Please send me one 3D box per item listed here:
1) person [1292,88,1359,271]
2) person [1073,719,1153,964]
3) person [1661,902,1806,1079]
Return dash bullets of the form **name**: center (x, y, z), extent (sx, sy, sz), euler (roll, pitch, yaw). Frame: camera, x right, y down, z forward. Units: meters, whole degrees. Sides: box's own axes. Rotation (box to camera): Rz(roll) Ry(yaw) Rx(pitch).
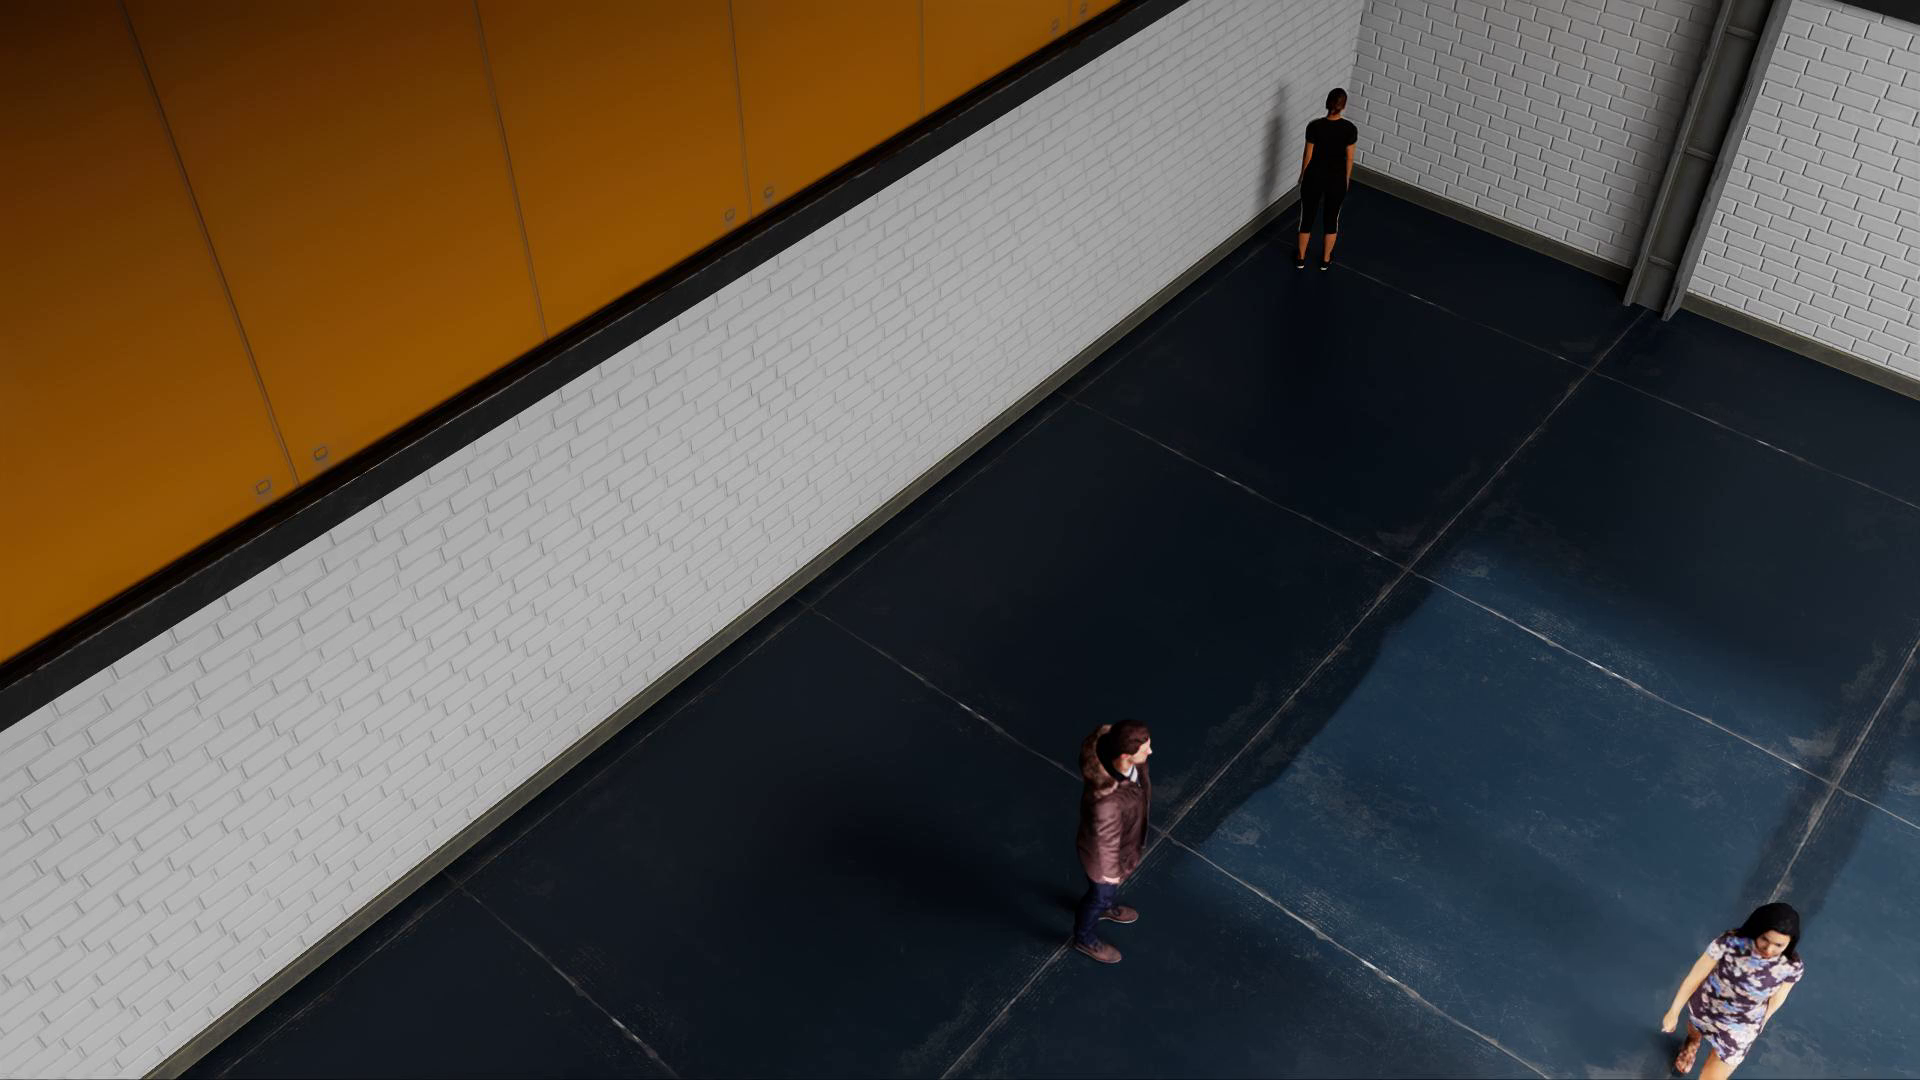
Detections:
- **person**: center (3.070, -3.036, 13.994), extent (0.615, 1.668, 0.723), euler (7, 44, 8)
- **person**: center (0.805, 1.604, 8.996), extent (0.807, 1.843, 0.841), euler (12, 45, 12)
- **person**: center (3.848, 2.318, 8.365), extent (1.124, 1.680, 0.845), euler (20, 47, 19)
